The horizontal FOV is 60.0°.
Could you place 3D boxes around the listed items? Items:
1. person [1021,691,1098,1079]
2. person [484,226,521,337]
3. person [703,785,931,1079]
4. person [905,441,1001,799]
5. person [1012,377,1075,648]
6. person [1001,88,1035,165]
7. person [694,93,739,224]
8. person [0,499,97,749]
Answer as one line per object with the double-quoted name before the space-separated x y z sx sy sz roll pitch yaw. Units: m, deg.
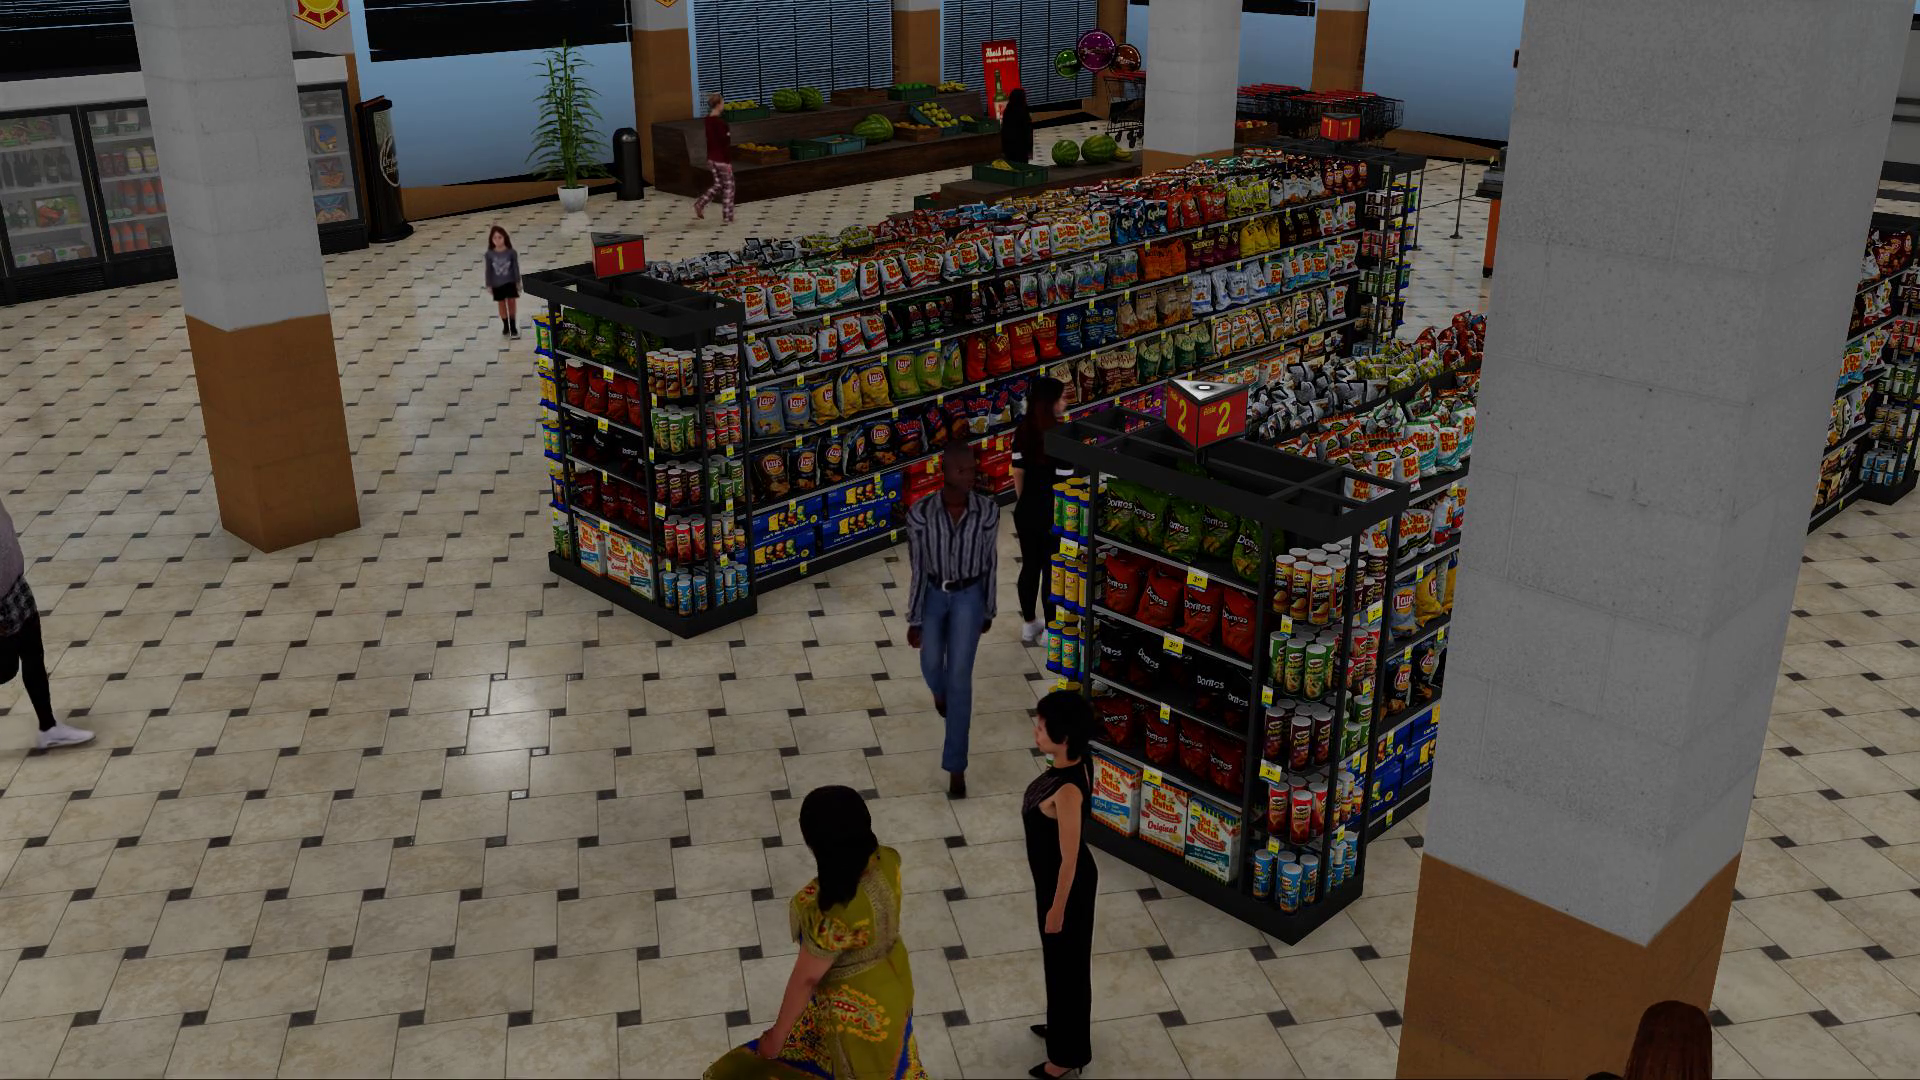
"person" 0.396 1.294 6.230 0.717 1.604 0.639 2 22 5
"person" -4.550 -2.594 16.587 0.641 1.095 0.689 -5 22 -11
"person" -0.249 1.585 5.490 1.195 1.615 1.320 5 22 11
"person" -0.067 0.338 8.413 1.139 1.749 1.175 0 22 -1
"person" 0.495 -0.164 9.810 0.597 1.639 0.571 20 29 40
"person" 0.727 -5.330 22.715 0.648 1.604 0.793 19 29 39
"person" -3.185 -4.939 21.641 0.864 1.679 0.669 -17 27 -36
"person" -5.003 0.327 8.479 1.107 1.720 0.976 -4 22 -10
